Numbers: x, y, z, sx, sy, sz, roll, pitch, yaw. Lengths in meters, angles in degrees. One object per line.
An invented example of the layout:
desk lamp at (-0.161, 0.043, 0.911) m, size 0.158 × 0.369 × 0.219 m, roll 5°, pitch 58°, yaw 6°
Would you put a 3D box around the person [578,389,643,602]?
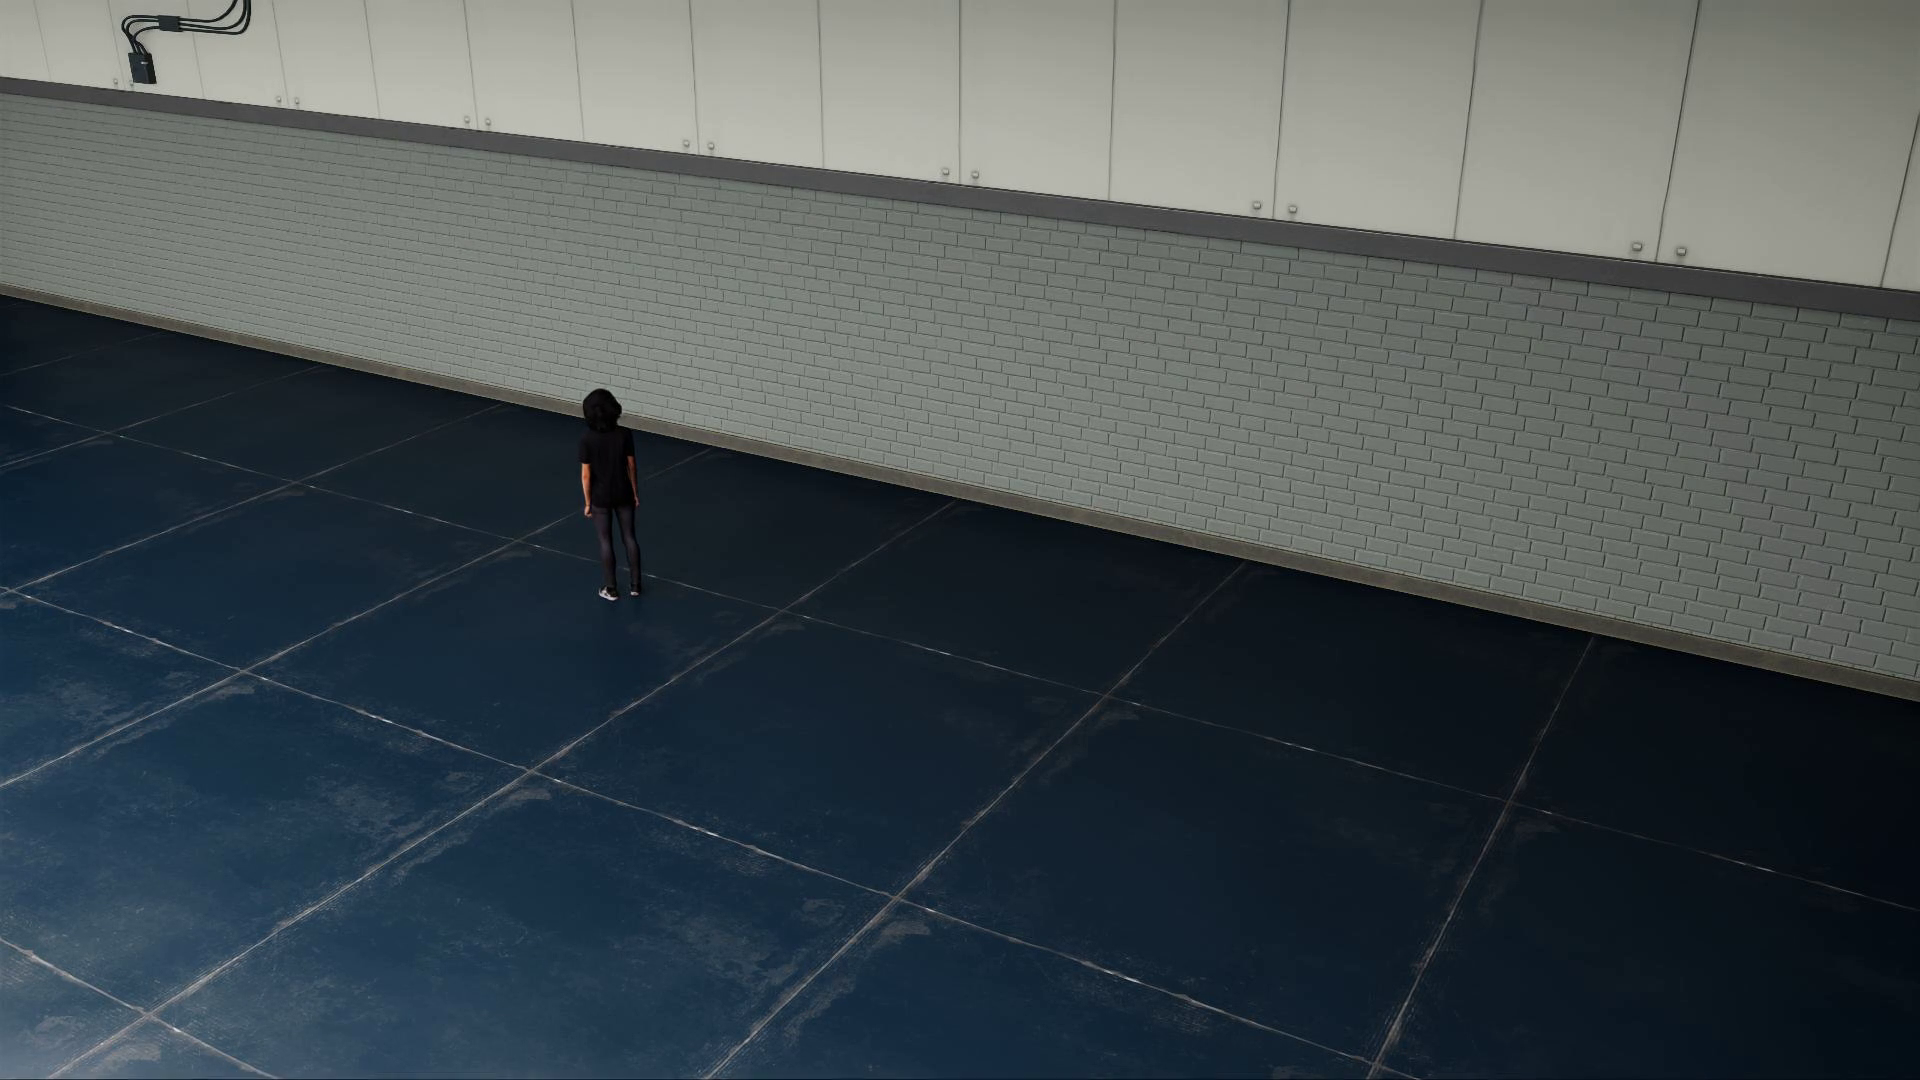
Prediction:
person at (-2.916, -0.382, 13.913) m, size 0.657 × 1.834 × 0.760 m, roll -10°, pitch 25°, yaw -23°
